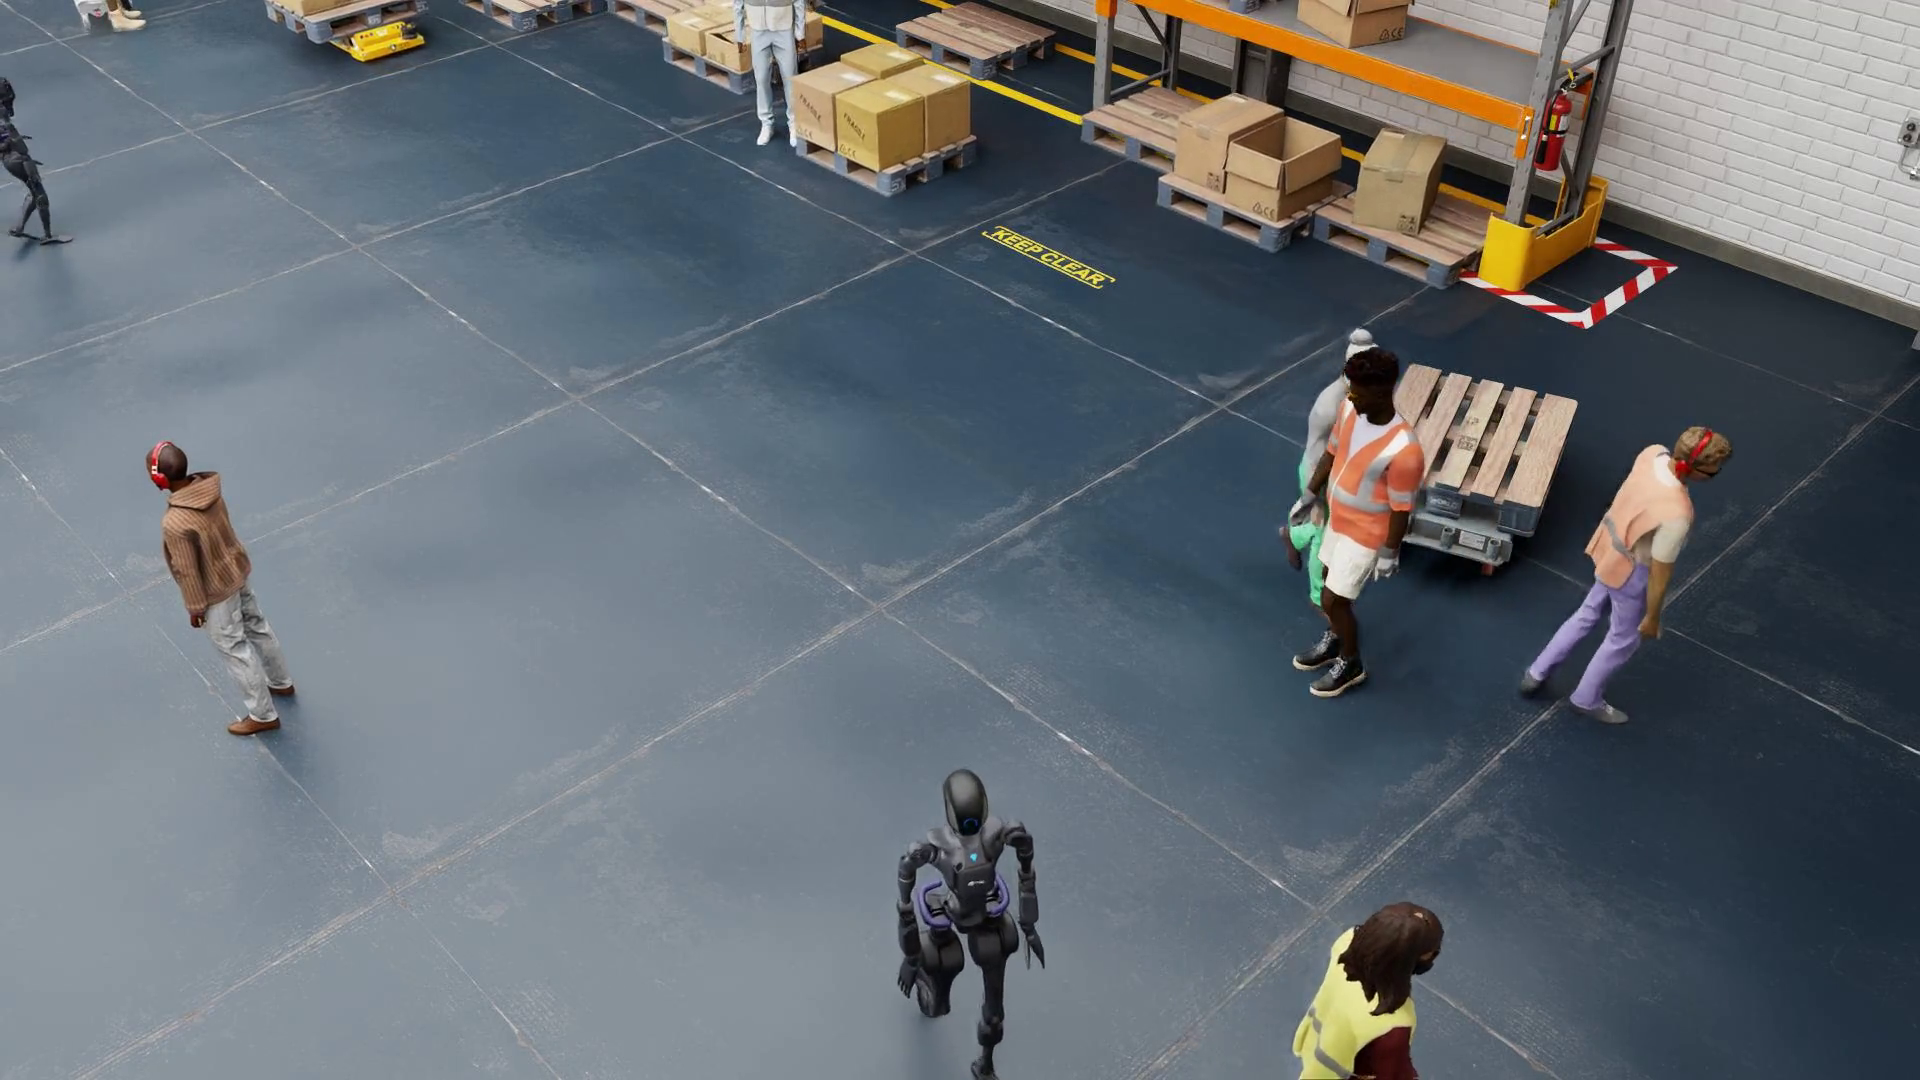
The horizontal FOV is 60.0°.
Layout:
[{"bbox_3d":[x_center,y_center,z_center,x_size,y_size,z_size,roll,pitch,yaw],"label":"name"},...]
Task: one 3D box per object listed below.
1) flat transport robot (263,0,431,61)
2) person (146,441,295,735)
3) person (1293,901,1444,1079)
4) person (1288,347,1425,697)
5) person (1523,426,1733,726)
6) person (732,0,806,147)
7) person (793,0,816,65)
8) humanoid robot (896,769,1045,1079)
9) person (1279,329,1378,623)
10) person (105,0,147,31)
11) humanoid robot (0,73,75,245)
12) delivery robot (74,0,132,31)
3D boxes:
[{"bbox_3d":[-5.879,-4.987,16.135,1.431,0.231,0.659,31,47,34],"label":"flat transport robot"},{"bbox_3d":[-3.607,0.220,8.104,0.324,1.640,0.479,0,37,0],"label":"person"},{"bbox_3d":[1.494,1.881,5.826,0.893,1.727,0.465,2,37,2],"label":"person"},{"bbox_3d":[1.929,-0.086,8.254,0.479,1.947,0.620,-9,38,-11],"label":"person"},{"bbox_3d":[3.173,0.164,8.045,0.576,1.807,0.645,1,37,2],"label":"person"},{"bbox_3d":[-1.567,-4.208,13.750,0.596,1.907,0.410,0,37,0],"label":"person"},{"bbox_3d":[-1.478,-4.655,14.412,0.600,1.818,0.542,25,44,29],"label":"person"},{"bbox_3d":[0.016,1.466,6.442,0.588,1.642,0.627,-11,38,-14],"label":"humanoid robot"},{"bbox_3d":[1.935,-0.361,8.710,0.550,1.833,0.542,-29,46,-33],"label":"person"},{"bbox_3d":[-8.274,-5.926,15.906,0.355,2.047,0.613,-18,41,-22],"label":"person"},{"bbox_3d":[-6.994,-2.912,12.229,0.397,1.634,0.603,-26,44,-30],"label":"humanoid robot"},{"bbox_3d":[-8.531,-5.404,16.443,0.499,0.587,0.769,-11,39,-15],"label":"delivery robot"}]
